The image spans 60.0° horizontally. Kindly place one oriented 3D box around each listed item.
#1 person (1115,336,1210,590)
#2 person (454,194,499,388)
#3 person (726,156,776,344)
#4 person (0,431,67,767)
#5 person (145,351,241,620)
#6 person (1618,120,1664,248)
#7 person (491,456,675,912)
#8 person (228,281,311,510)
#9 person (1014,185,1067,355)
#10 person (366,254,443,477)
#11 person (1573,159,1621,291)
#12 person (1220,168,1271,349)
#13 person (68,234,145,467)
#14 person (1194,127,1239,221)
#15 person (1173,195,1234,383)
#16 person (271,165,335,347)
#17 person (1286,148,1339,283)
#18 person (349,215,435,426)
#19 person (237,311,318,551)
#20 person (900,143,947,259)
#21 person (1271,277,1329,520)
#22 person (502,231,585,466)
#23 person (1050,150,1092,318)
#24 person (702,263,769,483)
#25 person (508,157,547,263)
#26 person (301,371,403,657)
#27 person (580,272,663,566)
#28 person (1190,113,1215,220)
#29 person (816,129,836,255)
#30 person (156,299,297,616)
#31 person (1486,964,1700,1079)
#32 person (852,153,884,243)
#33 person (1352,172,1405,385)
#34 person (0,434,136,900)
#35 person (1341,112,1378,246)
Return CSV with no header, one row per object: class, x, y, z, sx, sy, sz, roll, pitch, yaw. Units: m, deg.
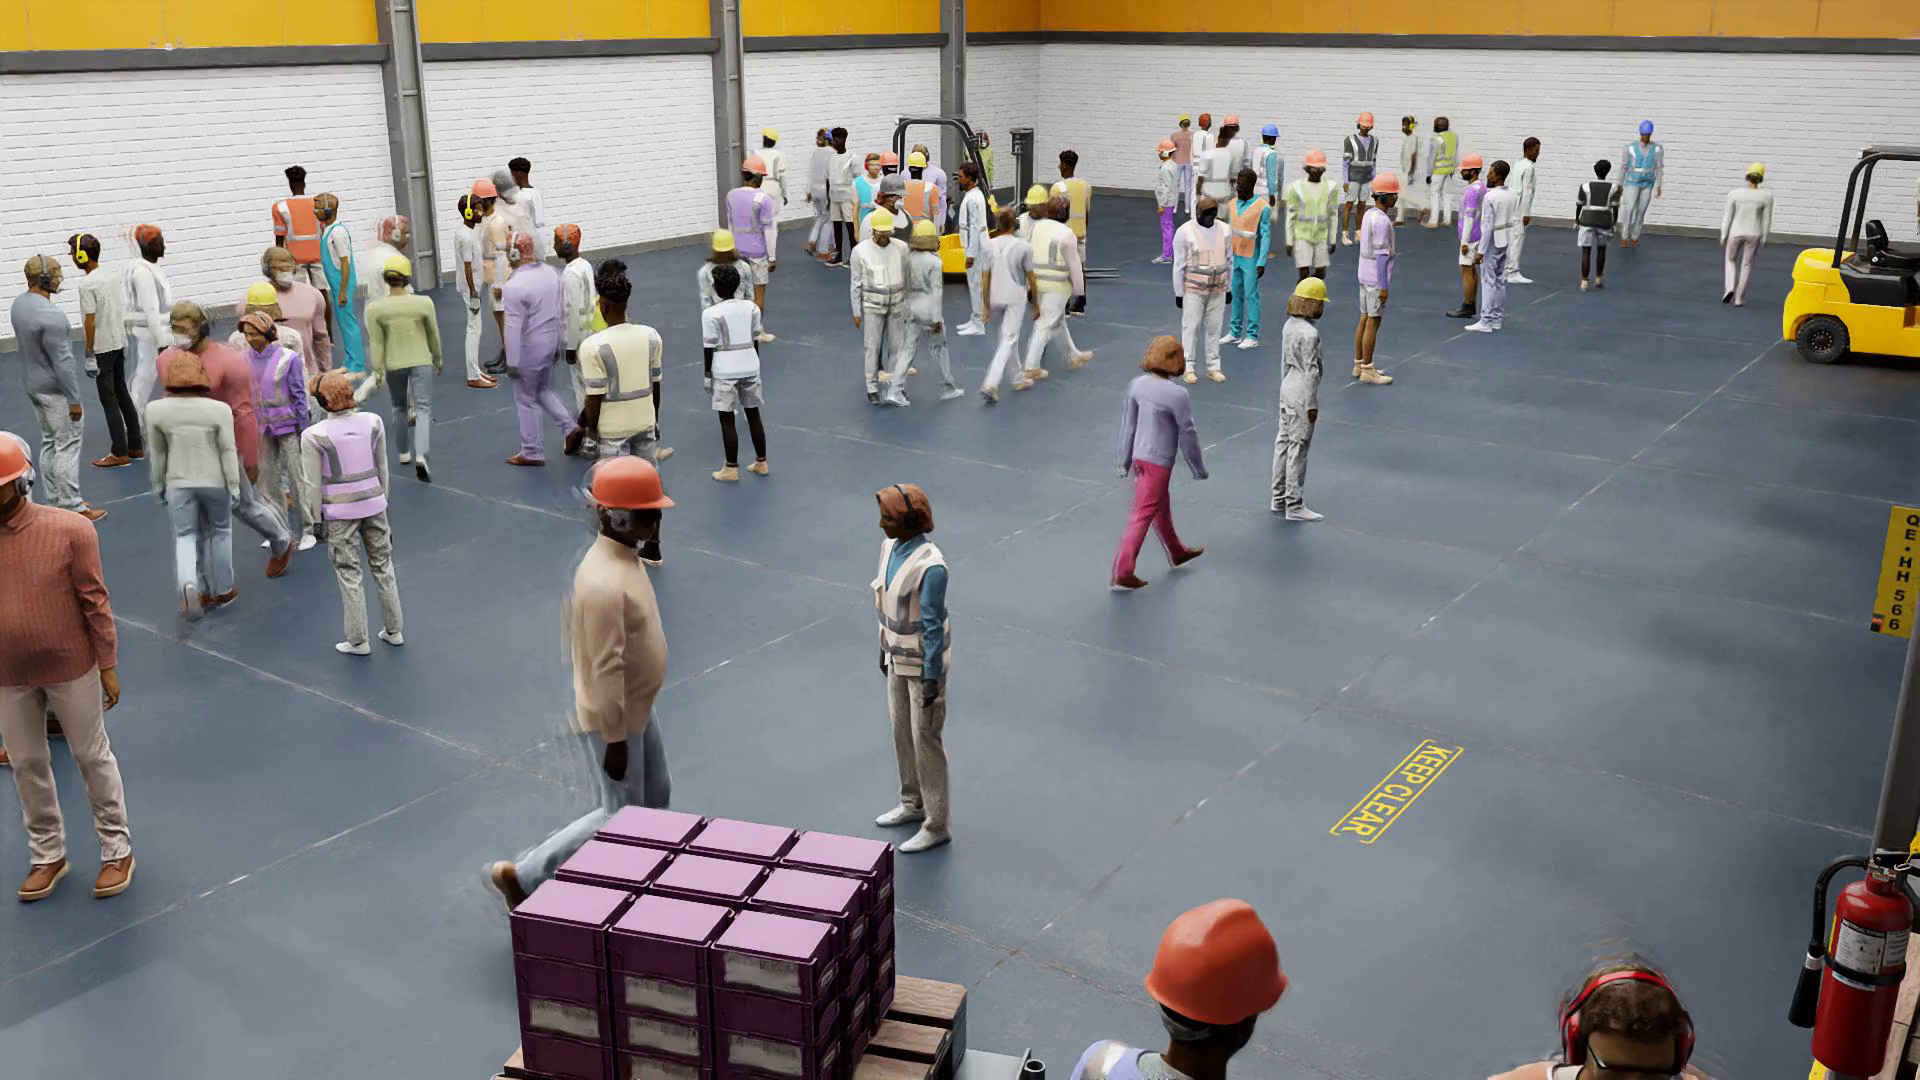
person,1.300,-0.495,10.525,0.830,1.595,0.513,-9,20,-27
person,-4.684,-2.392,16.036,0.325,1.861,0.512,-6,19,-17
person,-2.248,-3.154,18.142,0.619,2.029,0.410,11,21,32
person,-4.627,0.137,7.983,0.408,1.942,0.616,-1,18,-2
person,-4.560,-0.313,9.919,0.506,1.602,0.673,-3,18,-10
person,10.402,-5.410,25.377,0.611,1.923,0.728,3,18,9
person,-1.411,0.638,6.374,0.772,1.971,0.638,-1,18,-4
person,-4.815,-0.942,11.683,0.490,1.743,0.324,-5,18,-14
person,0.823,-2.863,17.658,0.604,1.769,0.950,7,19,21
person,-4.346,-1.367,13.059,0.521,1.738,0.856,-4,18,-13
person,8.309,-4.125,21.753,0.550,1.666,0.736,5,18,16
person,3.088,-3.039,17.961,0.376,1.917,0.600,-12,21,-33
person,-6.836,-1.509,13.281,0.343,1.857,0.521,0,18,1
person,3.645,-4.989,24.053,0.695,1.925,0.491,-5,18,-14
person,2.379,-2.446,16.252,0.639,1.831,0.429,-6,19,-18
person,-7.040,-3.038,17.904,0.618,1.951,0.380,-10,20,-28
person,4.063,-3.527,19.317,0.624,2.026,0.570,-2,18,-5
person,-5.009,-1.846,14.322,0.698,1.864,0.667,-6,19,-19
person,-4.622,-0.736,11.223,0.527,1.631,0.321,3,18,8
person,-0.474,-4.049,21.107,0.636,1.930,0.375,5,18,16
person,2.453,-1.011,11.911,0.305,1.738,0.484,-4,18,-11
person,-3.376,-1.503,13.197,0.553,1.889,0.667,6,19,17
person,1.285,-3.614,19.679,0.608,1.966,0.372,-15,23,-38
person,-1.752,-1.289,12.873,0.544,1.689,0.326,-16,24,-41
person,-4.892,-3.352,18.885,0.380,1.958,0.599,2,18,6
person,-3.431,-0.147,9.389,0.323,1.630,0.504,15,23,39
person,-2.167,-0.738,10.686,0.367,1.966,0.606,14,23,38
person,4.066,-6.156,27.766,0.356,1.884,0.574,-10,20,-29
person,-1.952,-5.180,24.771,0.365,1.849,0.591,2,18,5
person,-4.541,-0.556,10.229,0.639,1.908,0.936,4,18,13
person,1.293,1.696,3.353,0.572,1.793,0.966,0,18,0
person,-1.097,-3.938,20.913,0.562,1.834,0.392,-9,20,-26
person,4.073,-2.543,16.207,0.376,2.044,0.607,0,18,-1
person,-3.739,0.521,6.731,0.625,1.981,0.407,-3,18,-10
person,6.191,-5.577,25.710,0.605,2.036,0.393,-7,19,-20
